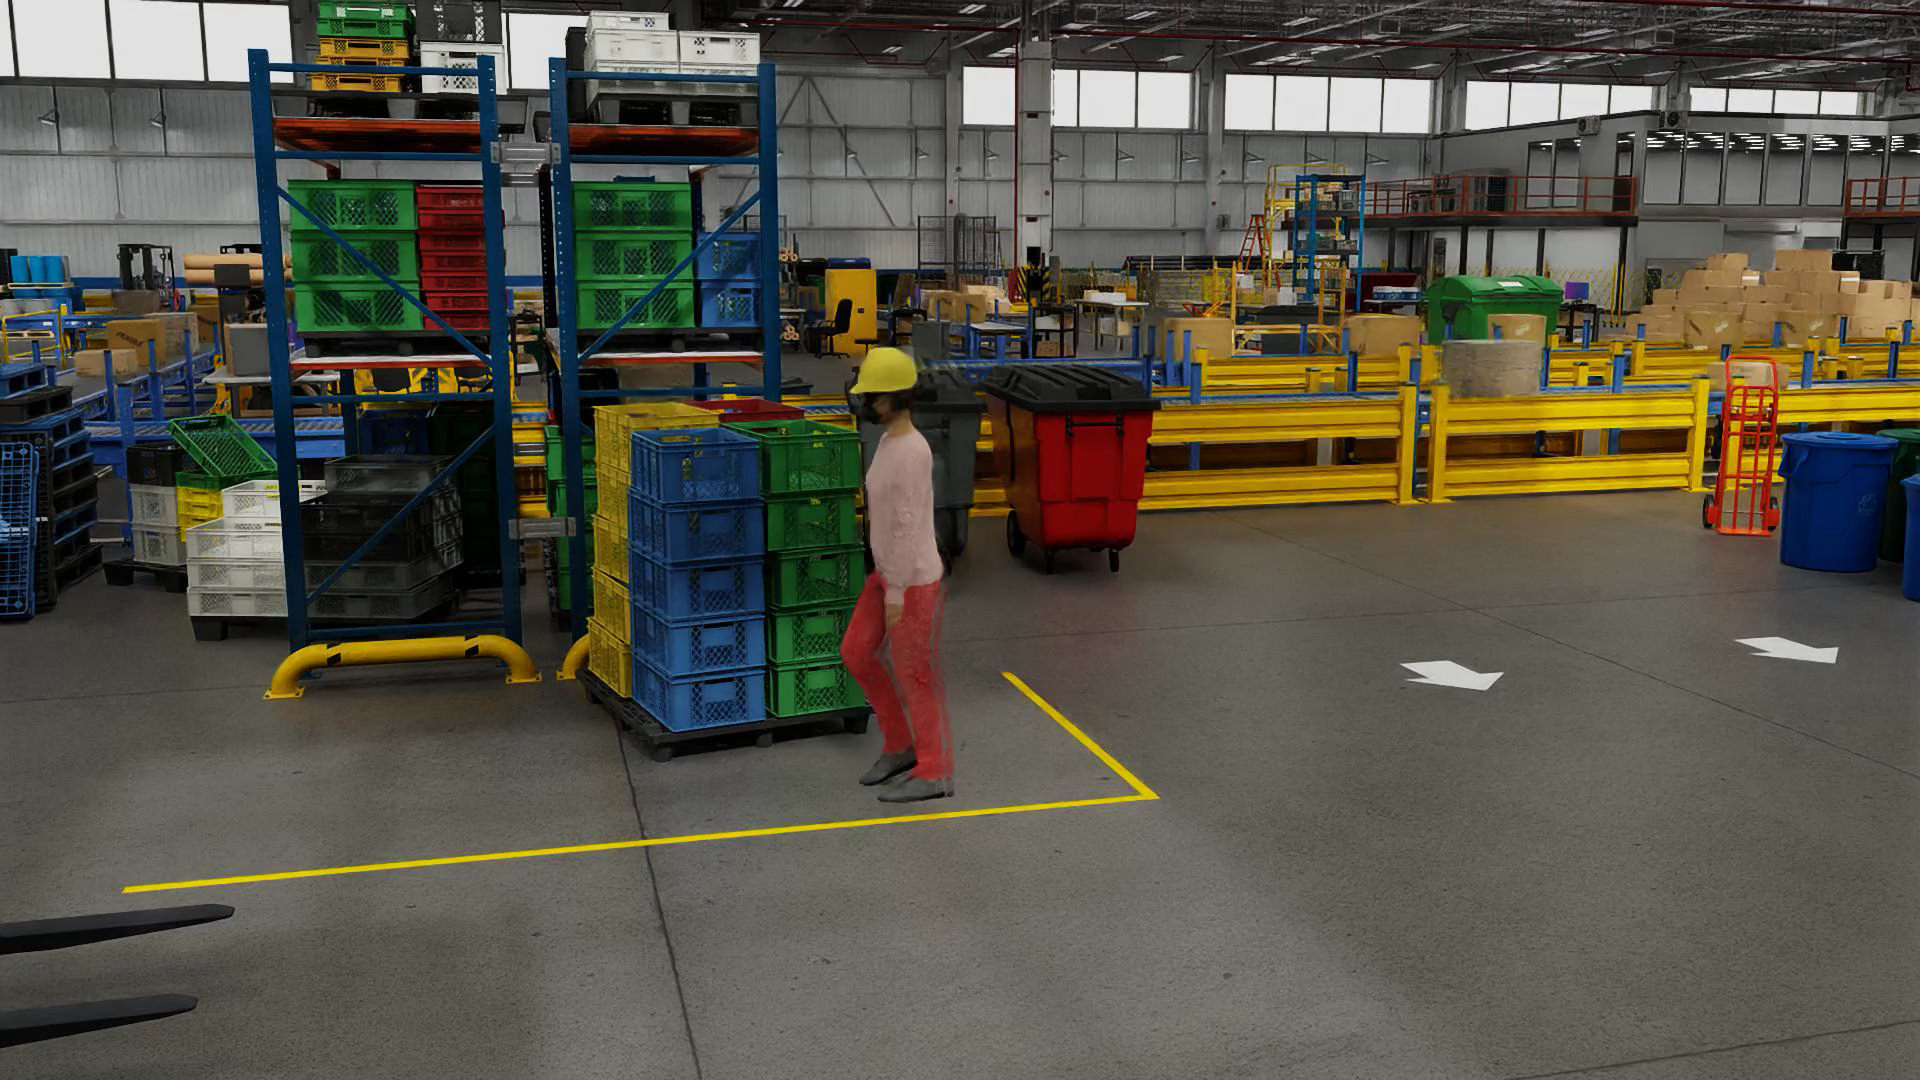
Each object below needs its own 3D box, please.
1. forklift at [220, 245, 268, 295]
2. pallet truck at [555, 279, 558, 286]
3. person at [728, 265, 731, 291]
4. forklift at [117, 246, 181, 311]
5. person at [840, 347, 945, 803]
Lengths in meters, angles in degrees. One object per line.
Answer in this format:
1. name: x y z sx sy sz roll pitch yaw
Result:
1. forklift: -17.749 -6.334 41.440 1.157 1.987 2.680 -3 10 -17
2. pallet truck: -10.604 -6.375 44.520 0.653 1.274 1.630 -3 10 -15
3. person: -5.948 -6.435 43.257 0.822 1.869 0.668 -7 12 -34
4. forklift: -19.966 -6.232 40.894 1.157 1.987 2.680 -3 10 -15
5. person: -0.254 0.149 6.321 0.451 1.752 0.542 -3 10 -14
